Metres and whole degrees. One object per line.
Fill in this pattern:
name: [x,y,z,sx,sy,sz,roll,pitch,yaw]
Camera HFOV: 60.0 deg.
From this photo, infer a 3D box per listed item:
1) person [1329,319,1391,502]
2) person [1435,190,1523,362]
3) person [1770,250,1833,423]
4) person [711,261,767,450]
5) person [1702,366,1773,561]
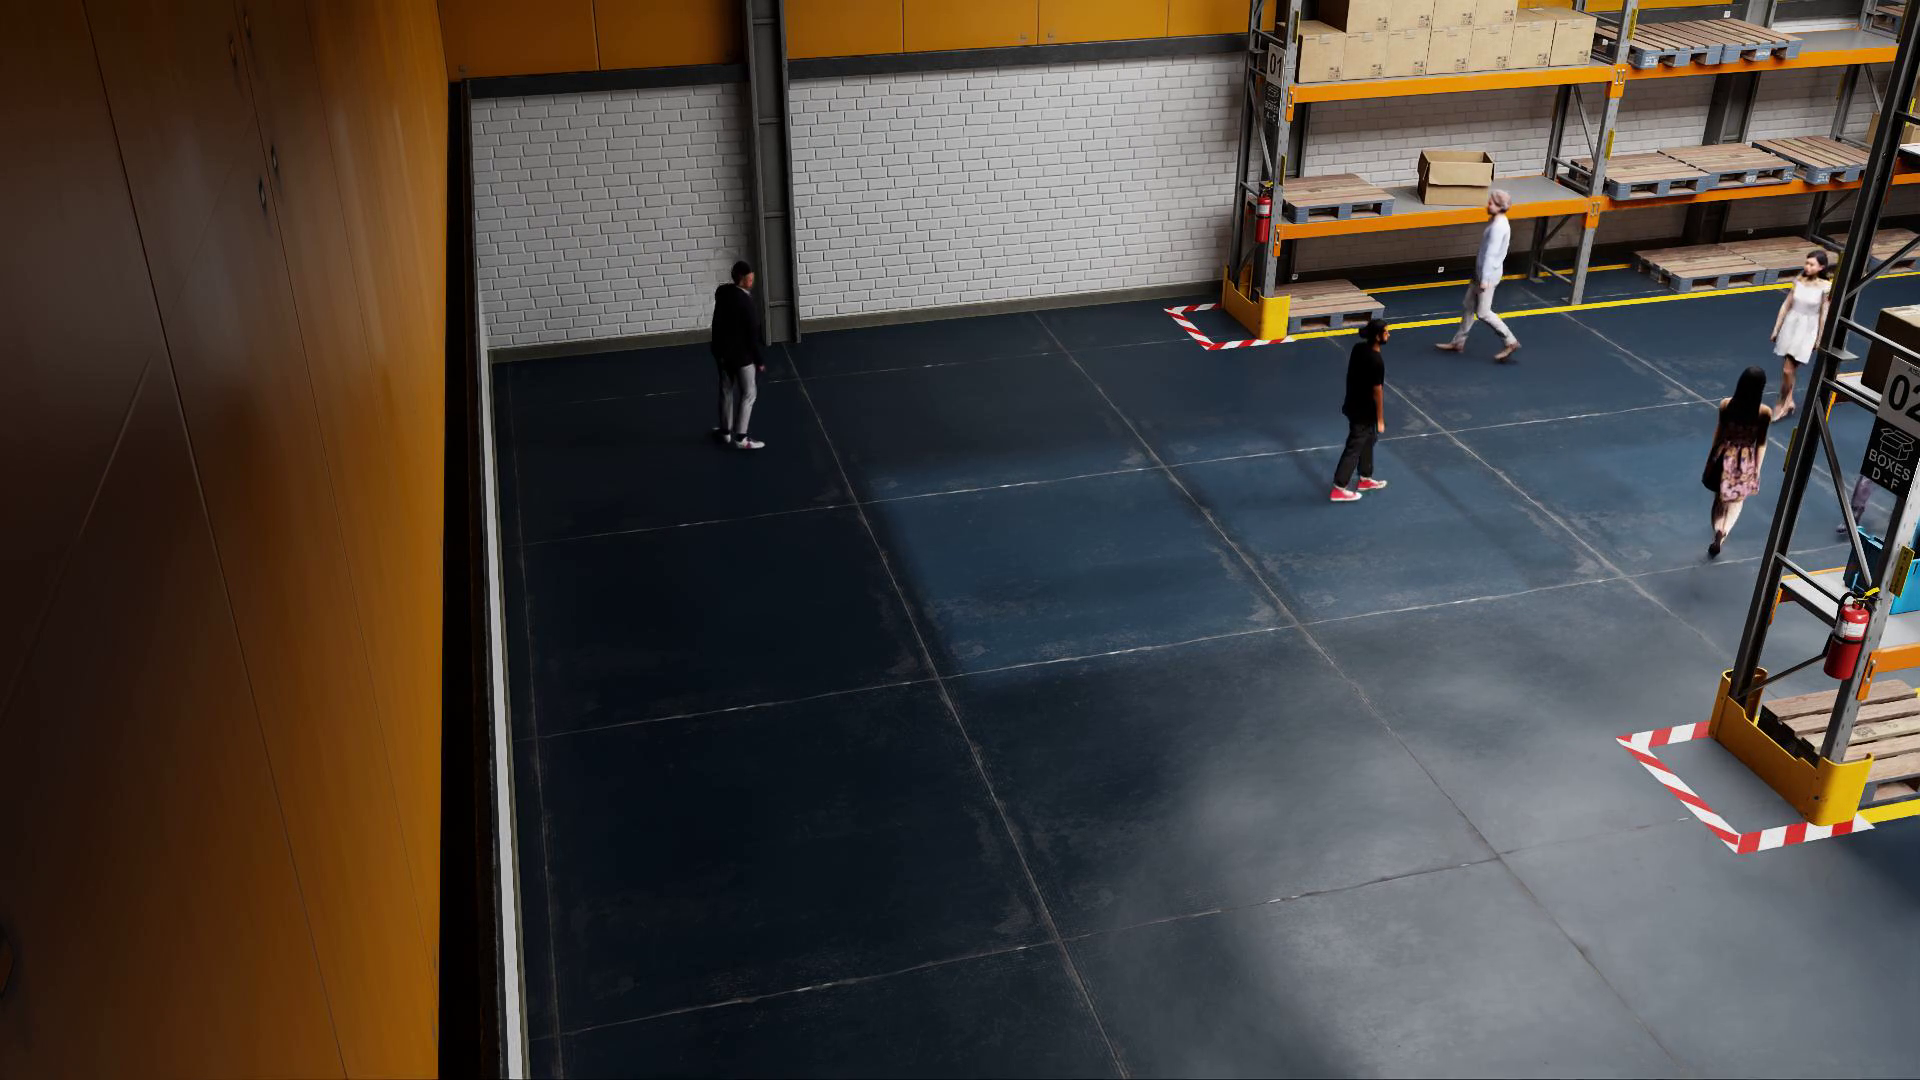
person: [3.518,-1.146,14.897,0.849,1.740,0.715,-4,29,-7]
person: [5.721,-2.812,17.820,1.236,1.867,1.036,7,29,13]
person: [8.367,-2.024,16.487,0.797,1.759,0.734,-17,33,-28]
person: [-2.219,-1.808,15.937,0.899,1.907,0.883,13,31,23]
person: [6.411,-0.577,13.834,0.930,1.760,0.988,16,33,27]
